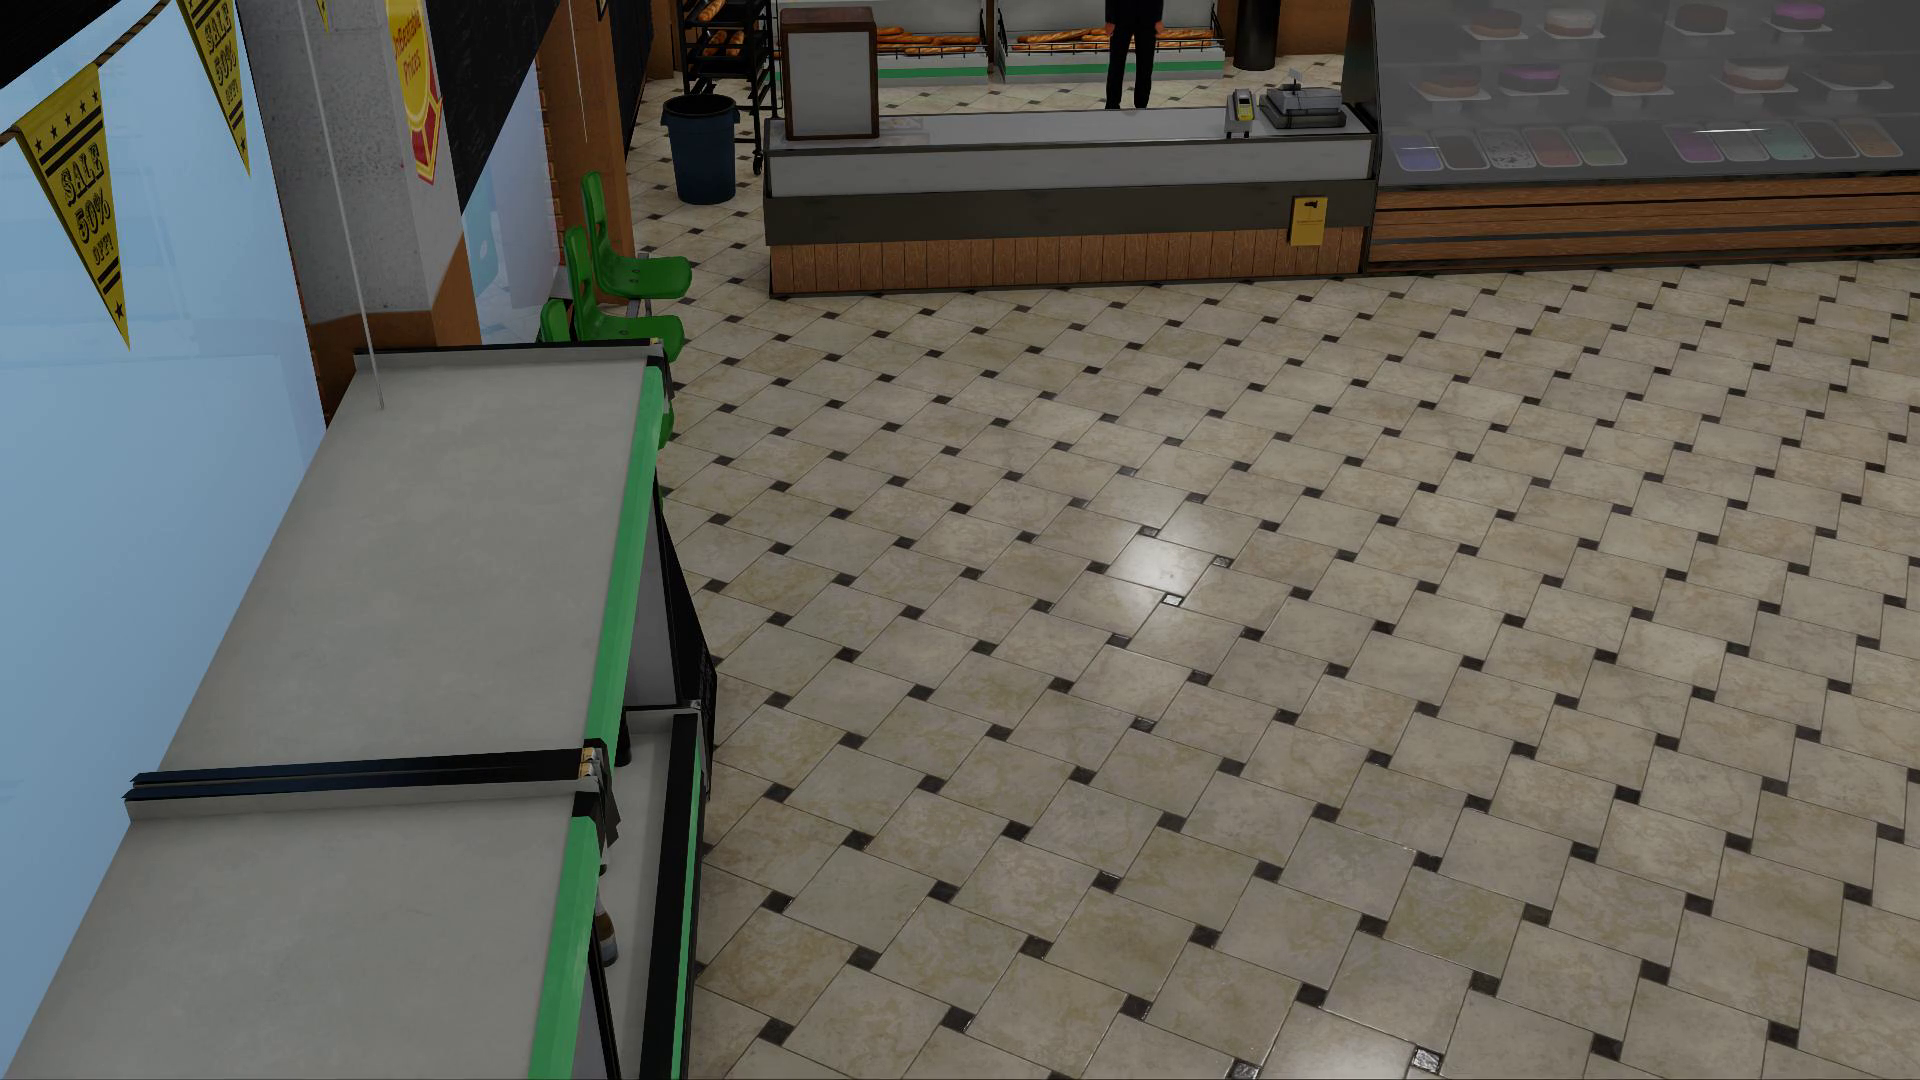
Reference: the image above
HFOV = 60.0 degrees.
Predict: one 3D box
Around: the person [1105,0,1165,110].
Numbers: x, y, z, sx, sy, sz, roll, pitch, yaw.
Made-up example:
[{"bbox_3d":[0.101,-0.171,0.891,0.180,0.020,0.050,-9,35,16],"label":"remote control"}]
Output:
[{"bbox_3d":[1.419,-4.242,13.471,0.629,1.867,0.562,-3,32,-5],"label":"person"}]
